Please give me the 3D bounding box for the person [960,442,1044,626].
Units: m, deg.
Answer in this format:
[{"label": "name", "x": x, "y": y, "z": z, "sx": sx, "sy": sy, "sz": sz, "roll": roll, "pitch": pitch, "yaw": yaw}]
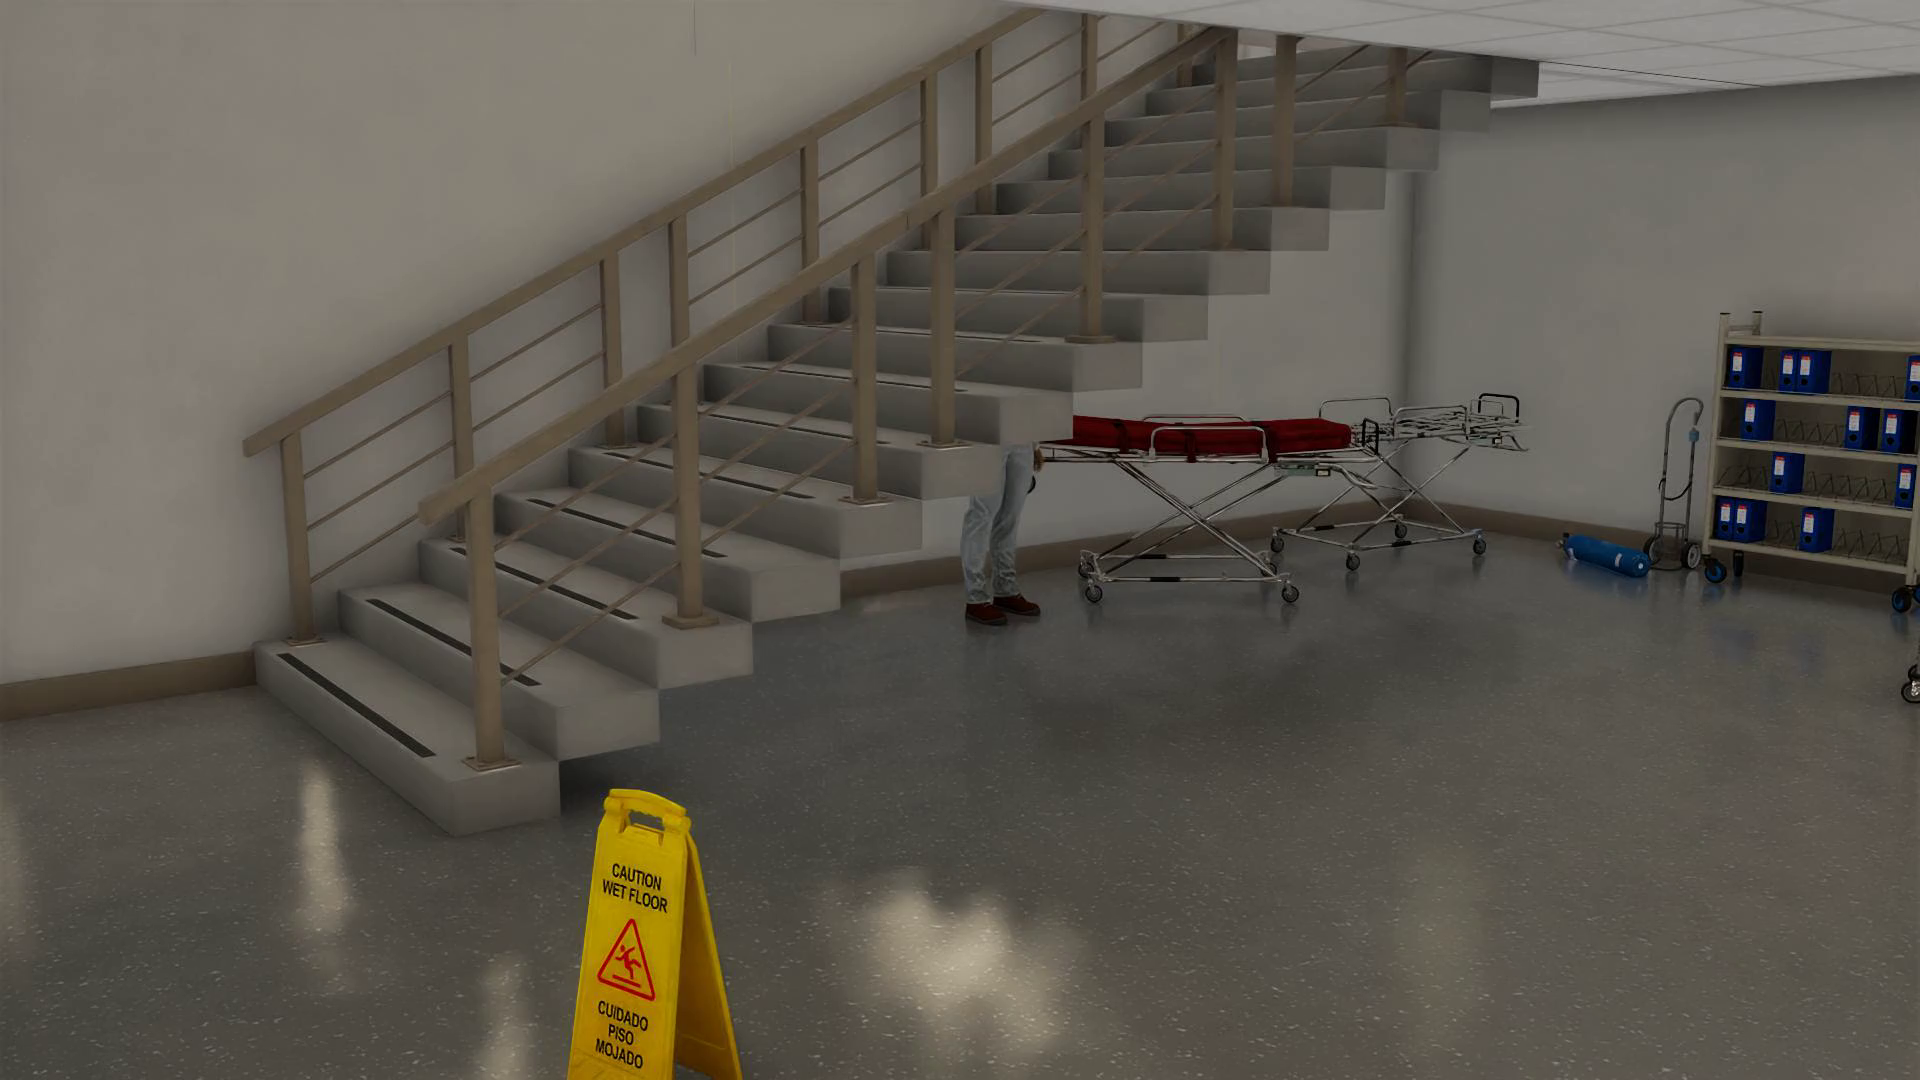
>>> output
[{"label": "person", "x": 0.229, "y": -0.513, "z": 9.111, "sx": 0.370, "sy": 1.934, "sz": 0.627, "roll": 8, "pitch": 13, "yaw": 40}]
